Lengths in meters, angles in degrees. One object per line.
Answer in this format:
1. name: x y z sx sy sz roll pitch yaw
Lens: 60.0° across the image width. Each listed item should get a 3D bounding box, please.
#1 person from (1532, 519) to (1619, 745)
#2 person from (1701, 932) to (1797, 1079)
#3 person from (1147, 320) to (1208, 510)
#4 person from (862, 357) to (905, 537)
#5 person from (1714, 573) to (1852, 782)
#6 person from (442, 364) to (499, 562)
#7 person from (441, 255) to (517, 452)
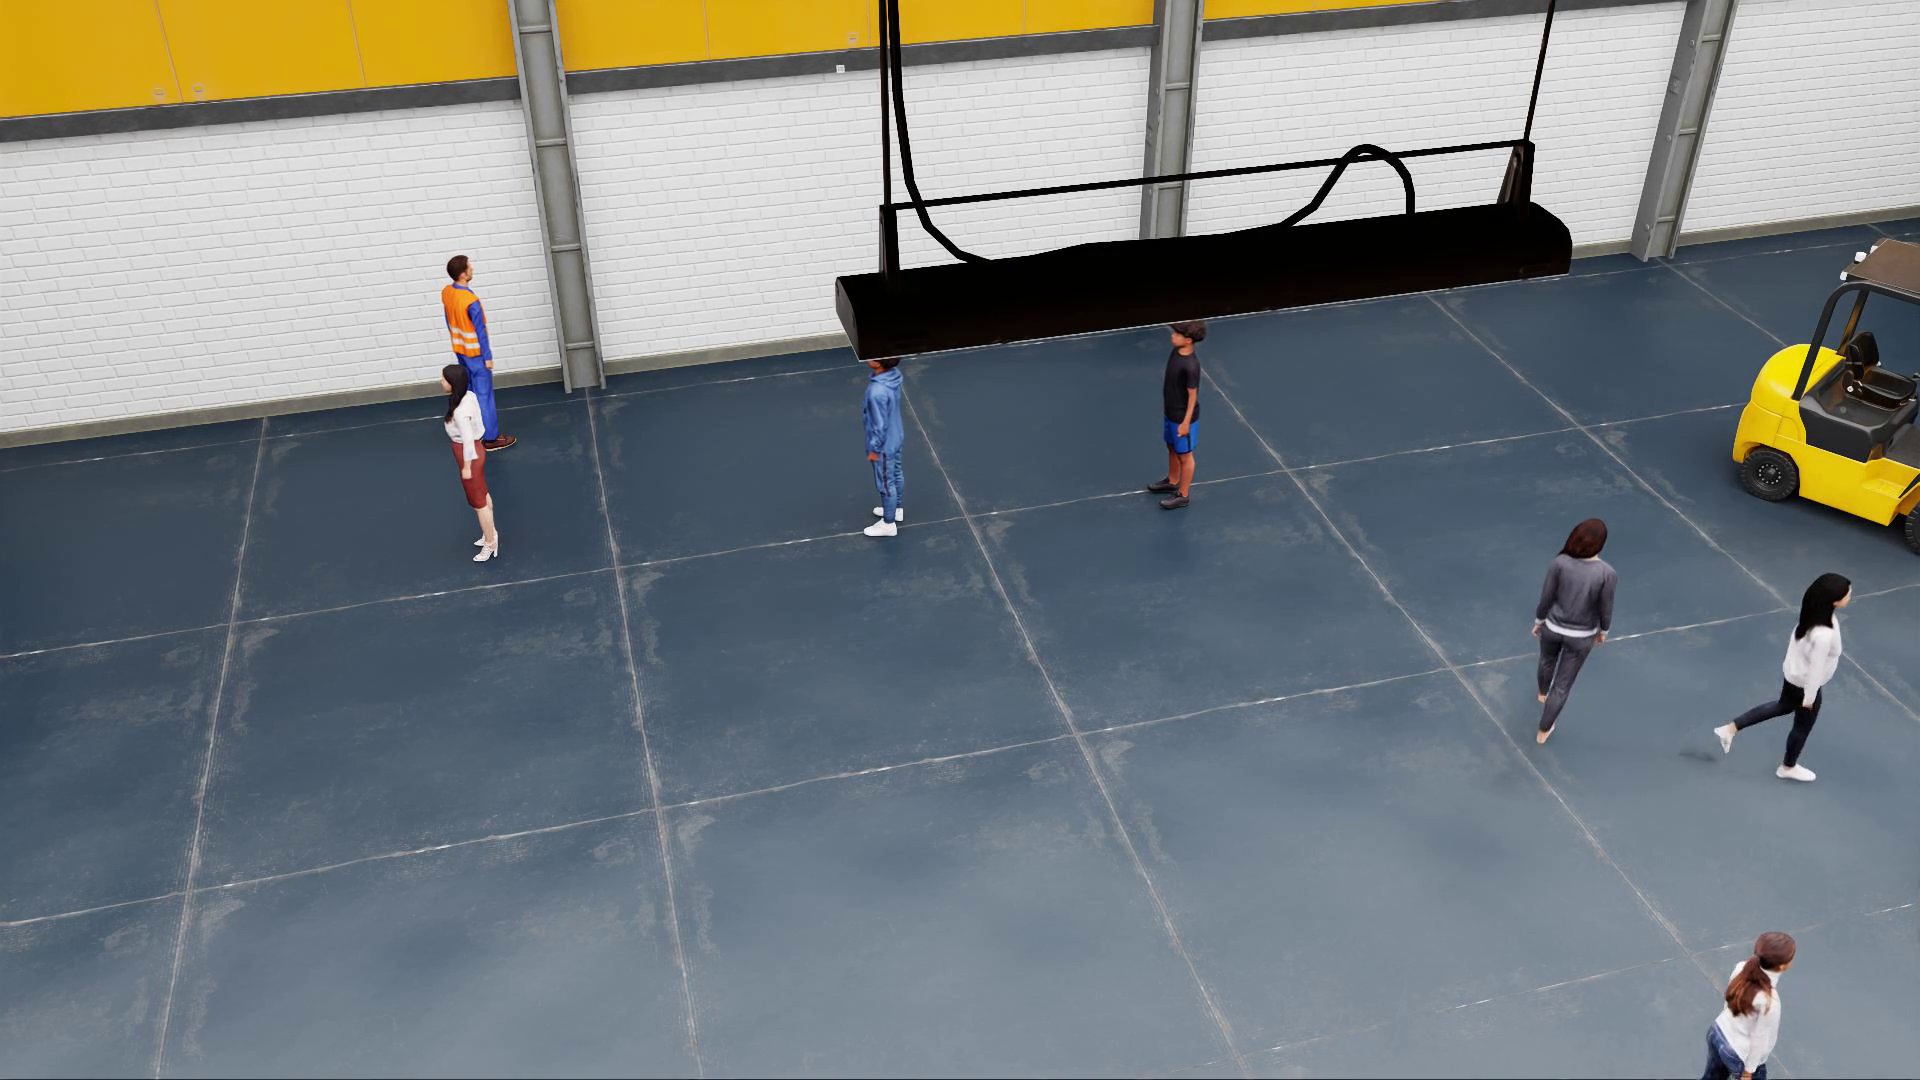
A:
1. person: 4.188 0.670 11.501 0.965 1.743 1.040 20 38 27
2. person: 3.978 2.659 8.686 0.600 1.545 0.540 -5 34 -8
3. person: 1.882 -1.104 14.118 0.555 1.799 0.586 -7 34 -11
4. person: -0.621 -0.871 13.756 0.755 1.811 0.761 8 34 12
5. person: 5.593 0.911 11.189 1.029 1.686 0.848 6 34 9
6. person: -3.956 -0.634 13.454 0.523 1.751 0.606 -6 34 -9
7. person: -4.379 -1.689 14.940 0.785 1.864 0.802 26 42 34
